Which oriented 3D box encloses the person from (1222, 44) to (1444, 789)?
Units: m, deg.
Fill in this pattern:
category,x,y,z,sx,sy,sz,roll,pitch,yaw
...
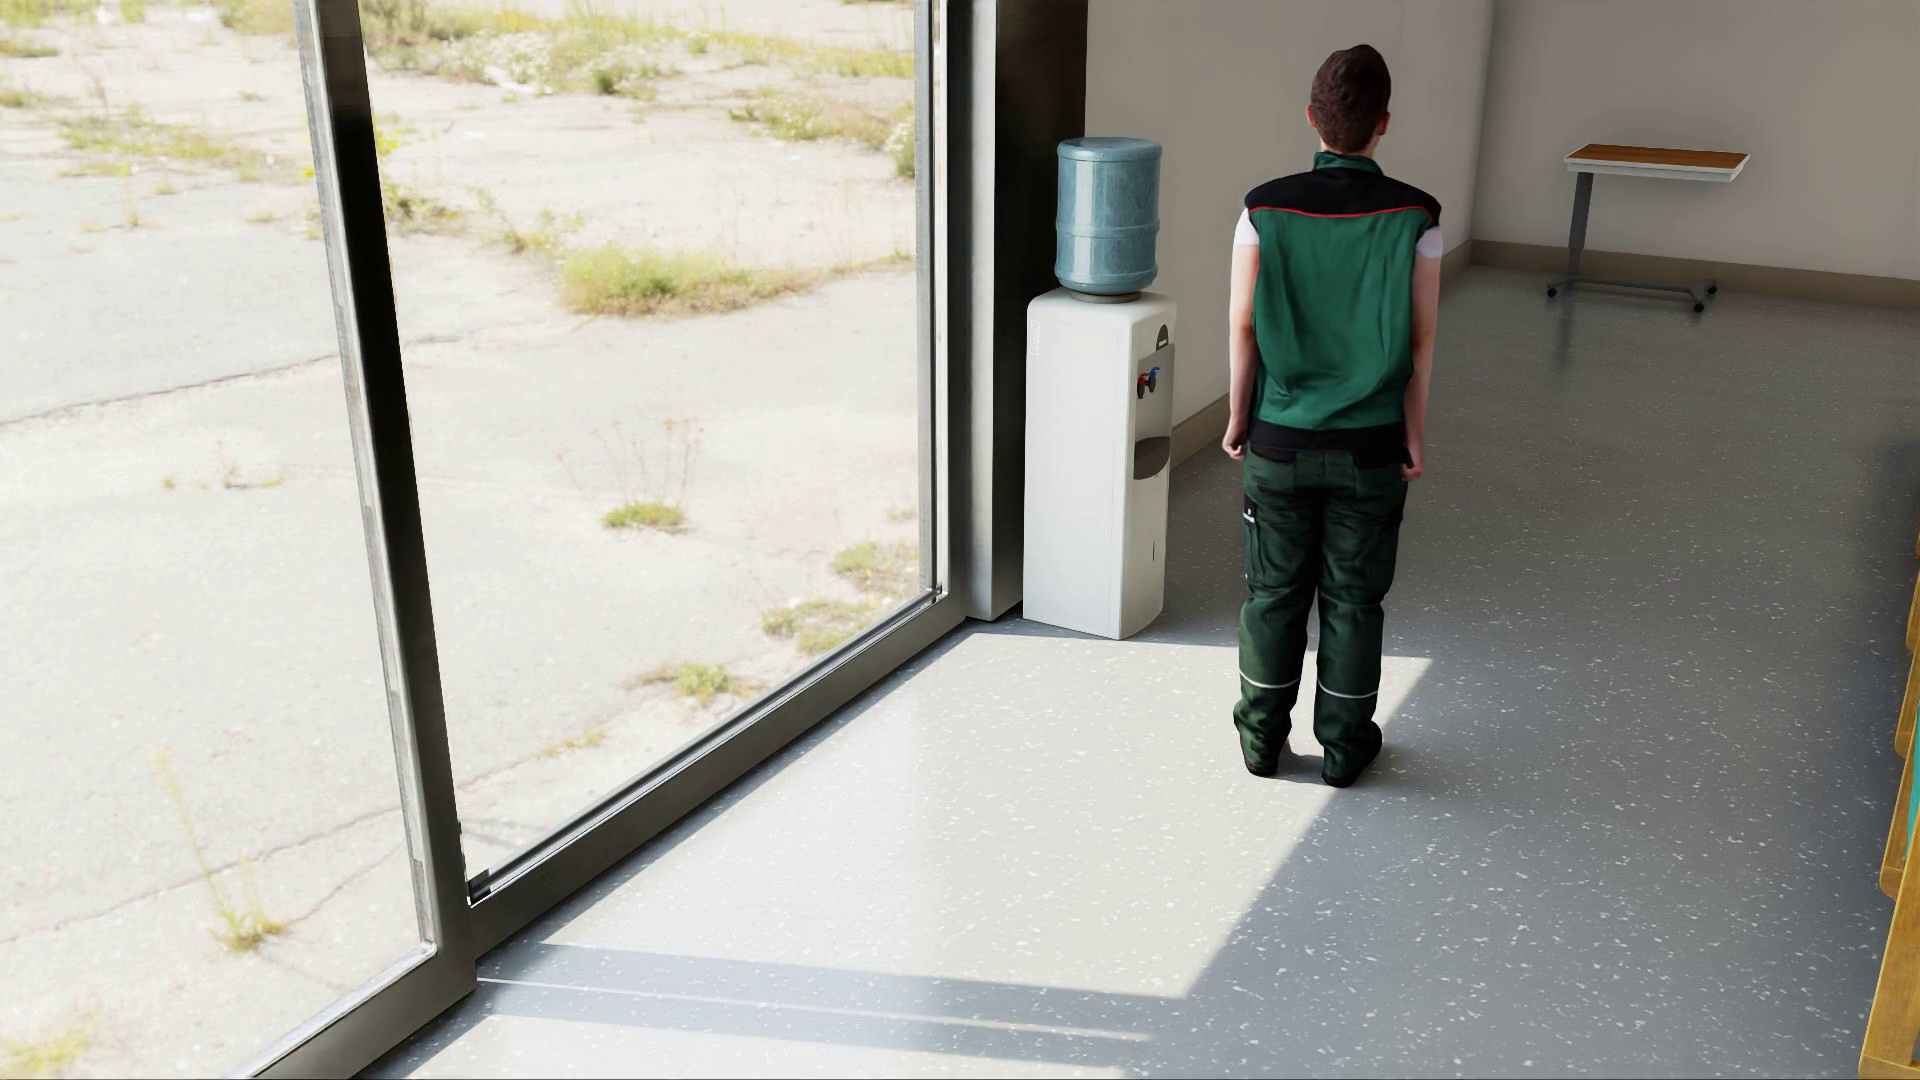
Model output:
category,x,y,z,sx,sy,sz,roll,pitch,yaw
person,0.903,-0.271,4.100,0.608,1.843,0.759,6,22,16
